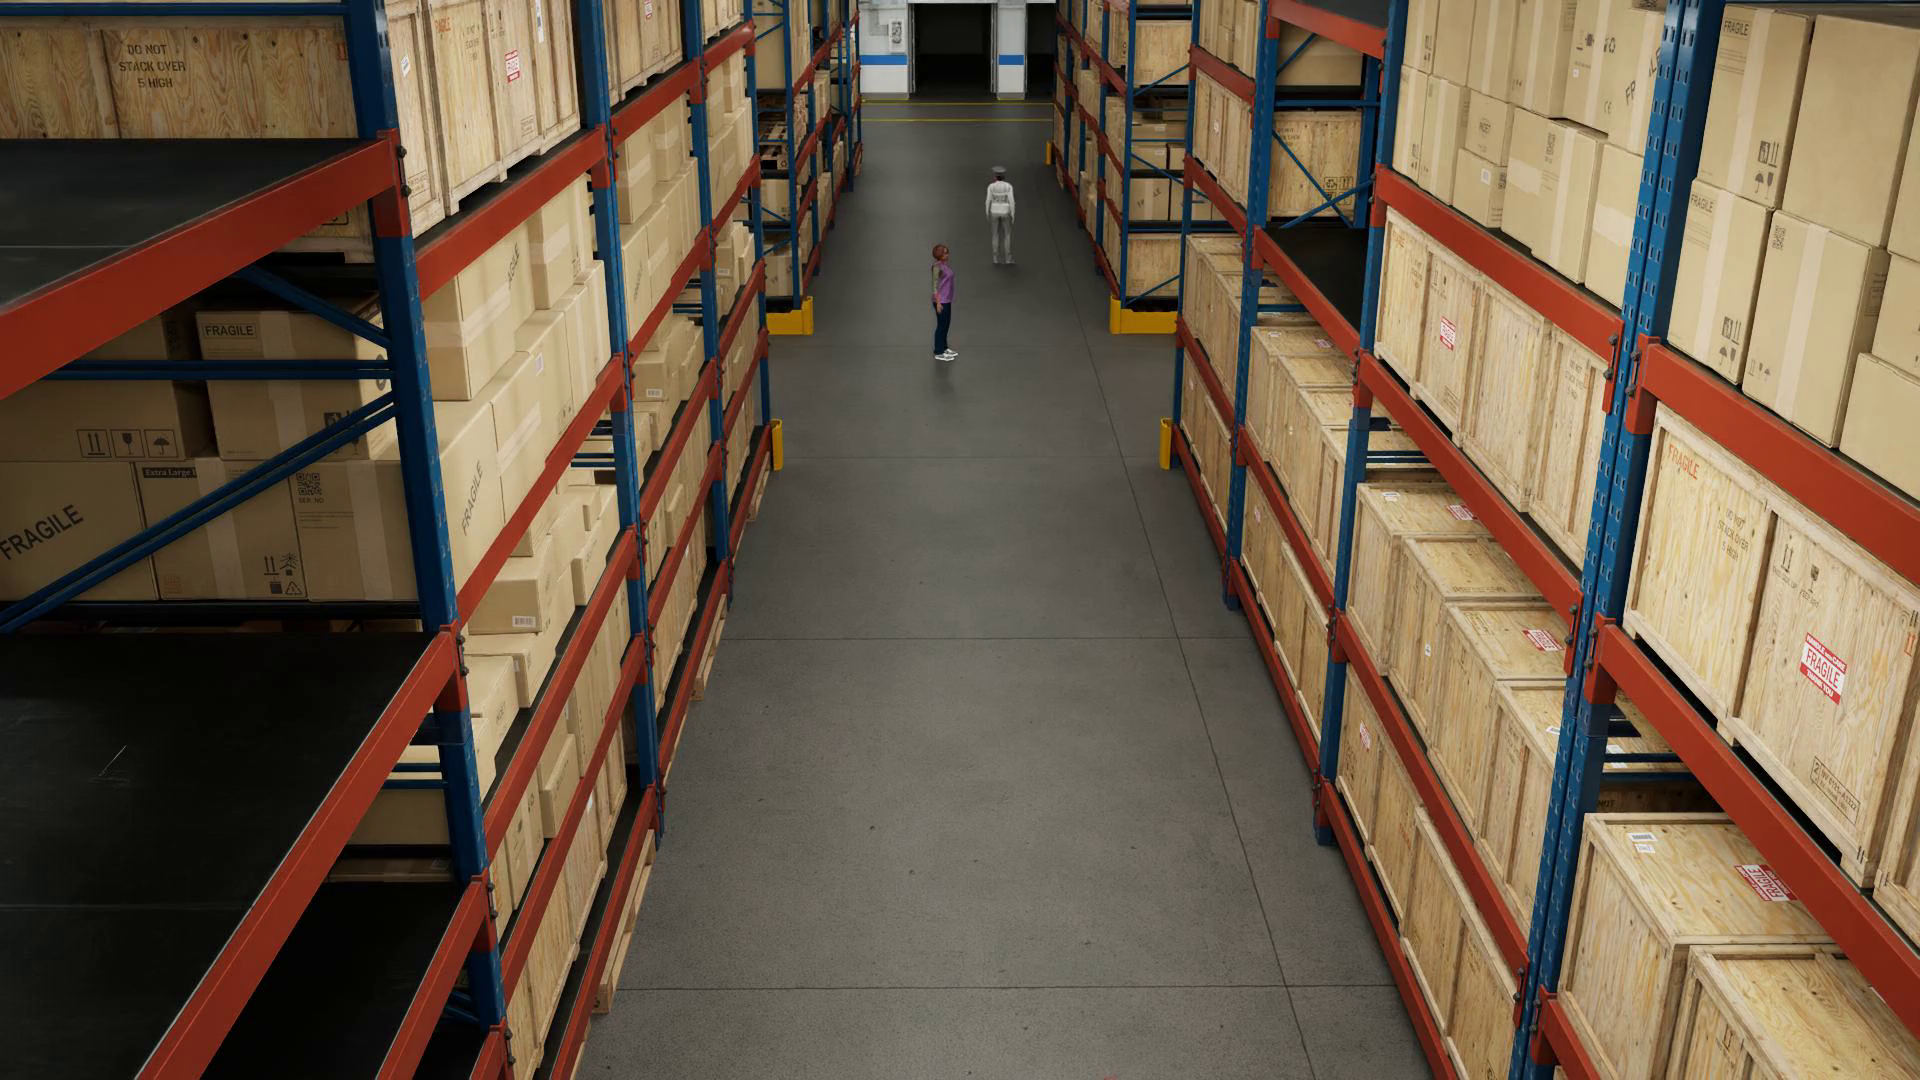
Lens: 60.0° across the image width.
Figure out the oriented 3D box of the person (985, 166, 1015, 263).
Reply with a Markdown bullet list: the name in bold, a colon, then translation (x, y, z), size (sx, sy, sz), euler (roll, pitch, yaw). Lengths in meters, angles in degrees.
- **person**: translation (0.696, -5.636, 28.883), size (0.511, 1.699, 0.381), euler (2, 22, 5)

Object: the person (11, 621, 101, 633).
- **person**: translation (-6.888, 0.722, 12.616), size (0.659, 1.773, 0.575), euler (-9, 23, -21)

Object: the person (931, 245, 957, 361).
- **person**: translation (-0.228, -3.313, 23.142), size (0.332, 1.600, 0.406), euler (5, 22, 13)
